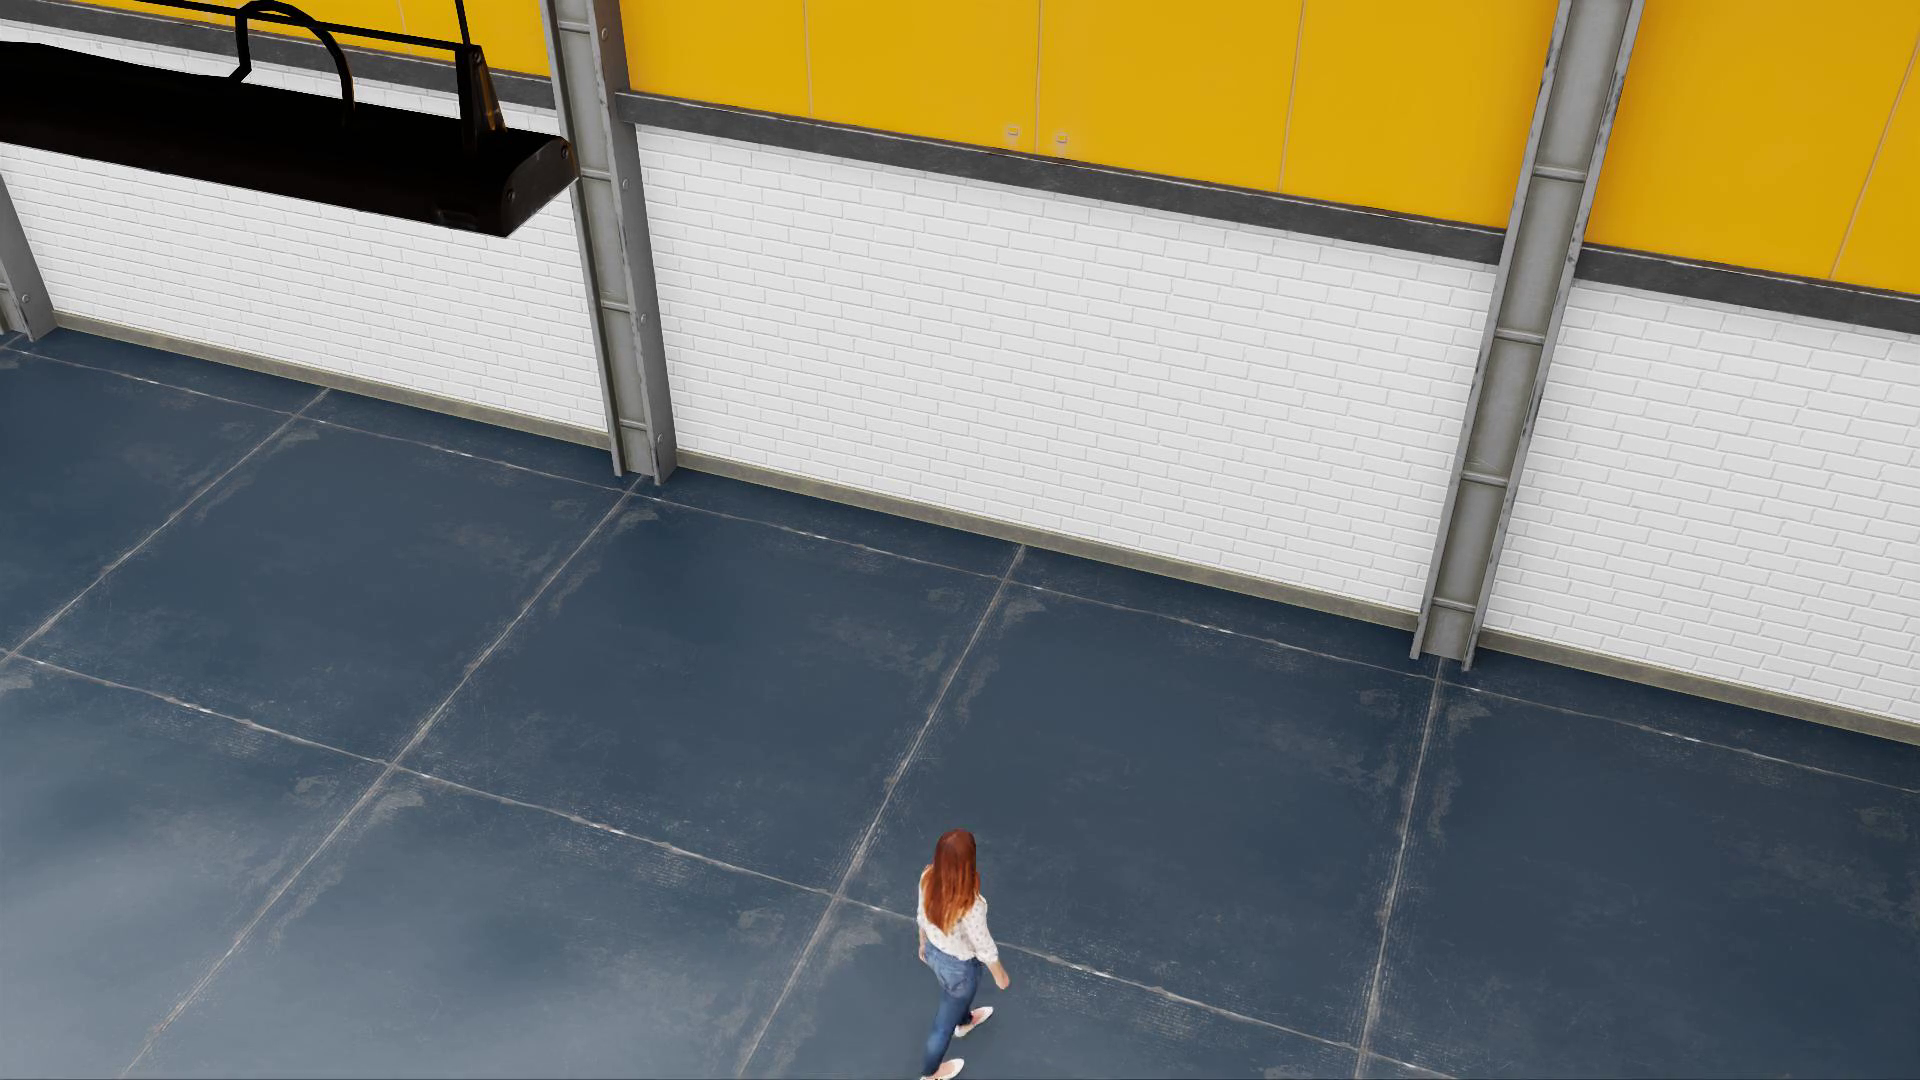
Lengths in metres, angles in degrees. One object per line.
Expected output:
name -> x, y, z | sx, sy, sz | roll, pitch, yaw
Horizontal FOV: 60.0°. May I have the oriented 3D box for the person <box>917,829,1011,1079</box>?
person -> -0.102, 2.089, 8.084 | 0.893, 1.710, 0.856 | -21, 43, -24
